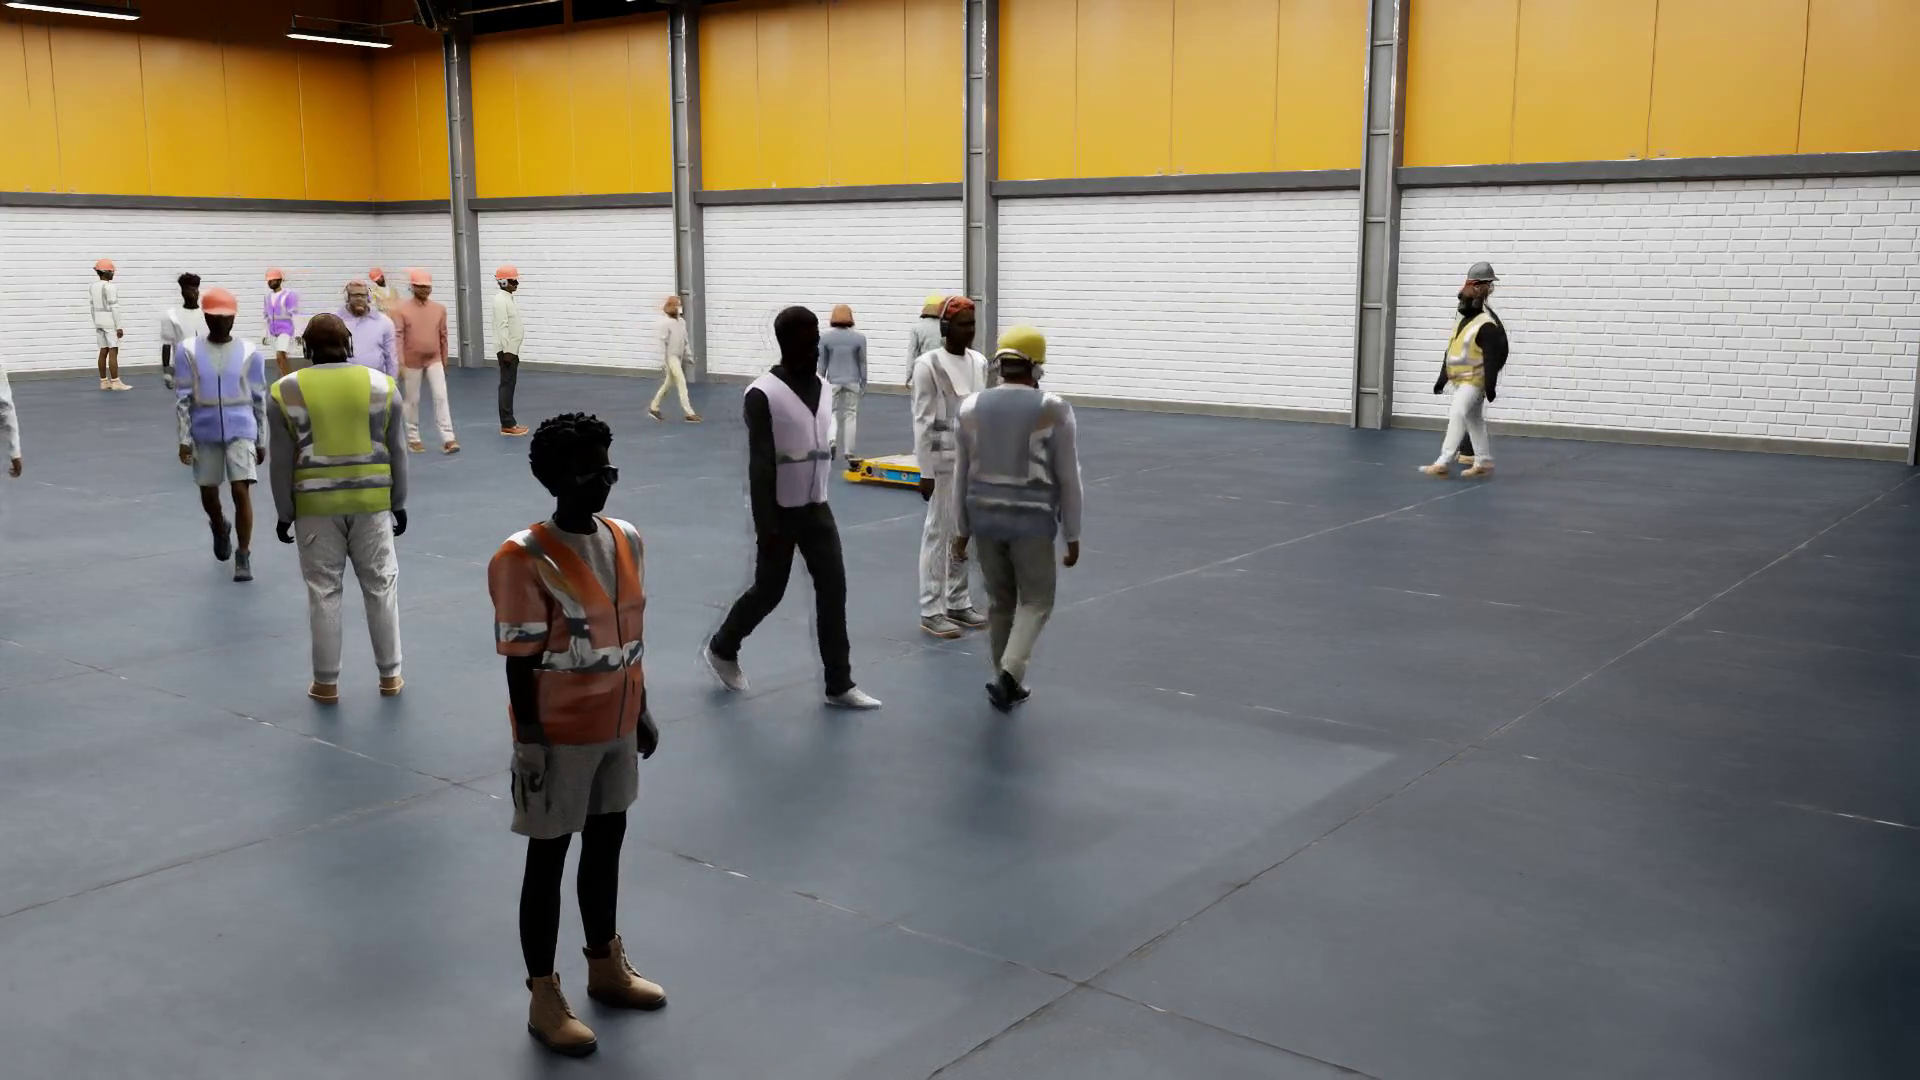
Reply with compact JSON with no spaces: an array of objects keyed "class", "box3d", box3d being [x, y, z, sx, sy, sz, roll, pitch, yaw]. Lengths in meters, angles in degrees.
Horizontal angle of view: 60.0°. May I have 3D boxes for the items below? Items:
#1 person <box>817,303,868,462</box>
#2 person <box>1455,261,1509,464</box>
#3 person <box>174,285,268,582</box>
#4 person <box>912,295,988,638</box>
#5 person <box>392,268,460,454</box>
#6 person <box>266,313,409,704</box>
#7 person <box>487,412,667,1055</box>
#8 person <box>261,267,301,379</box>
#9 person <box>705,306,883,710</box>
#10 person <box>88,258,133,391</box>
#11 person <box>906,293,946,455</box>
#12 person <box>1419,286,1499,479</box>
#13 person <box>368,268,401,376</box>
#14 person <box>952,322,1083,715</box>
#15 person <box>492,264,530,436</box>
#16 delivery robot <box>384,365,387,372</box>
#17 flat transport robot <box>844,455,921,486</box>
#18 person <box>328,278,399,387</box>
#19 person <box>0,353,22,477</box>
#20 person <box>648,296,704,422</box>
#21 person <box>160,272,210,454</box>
[{"class":"person","box3d":[-1.189,-1.585,16.851,0.511,1.624,0.421,-1,10,-3]},{"class":"person","box3d":[5.264,-1.791,16.831,0.538,2.000,0.681,3,10,15]},{"class":"person","box3d":[-4.814,-0.708,10.888,0.559,1.919,0.698,-4,10,-21]},{"class":"person","box3d":[-0.033,-0.411,9.253,0.337,1.882,0.584,8,12,38]},{"class":"person","box3d":[-5.633,-1.864,17.508,0.627,1.953,0.960,-7,12,-35]},{"class":"person","box3d":[-2.922,-0.148,7.862,0.619,1.838,0.430,-5,11,-27]},{"class":"person","box3d":[-1.018,0.502,4.486,0.319,1.696,0.532,5,11,28]},{"class":"person","box3d":[-10.117,-3.056,24.556,0.581,1.911,0.774,4,11,23]},{"class":"person","box3d":[-0.825,-0.157,7.796,0.939,1.885,0.603,6,12,33]},{"class":"person","box3d":[-13.169,-3.322,25.734,0.605,2.045,0.383,6,11,30]},{"class":"person","box3d":[-0.301,-1.676,17.086,0.516,1.712,0.400,-1,10,-7]},{"class":"person","box3d":[4.679,-1.473,15.667,0.880,1.807,0.632,-1,10,-5]},{"class":"person","box3d":[-9.942,-3.755,28.755,0.402,1.883,0.601,8,12,37]},{"class":"person","box3d":[0.236,-0.071,7.499,0.630,1.809,0.618,4,11,22]},{"class":"person","box3d":[-5.275,-2.220,19.462,0.376,1.995,0.612,-2,10,-9]},{"class":"delivery robot","box3d":[-9.265,-2.655,25.906,0.707,0.478,0.477,-7,12,-36]},{"class":"flat transport robot","box3d":[-0.319,-0.619,15.155,1.431,0.197,0.652,8,13,40]},{"class":"person","box3d":[-5.399,-1.402,14.988,0.672,1.892,0.419,-4,11,-22]},{"class":"person","box3d":[-6.050,-0.545,10.108,0.794,1.862,0.591,9,13,43]},{"class":"person","box3d":[-3.634,-2.292,21.042,0.841,1.592,0.515,4,10,20]},{"class":"person","box3d":[-7.897,-1.788,17.129,0.610,1.937,0.889,-7,12,-35]}]
